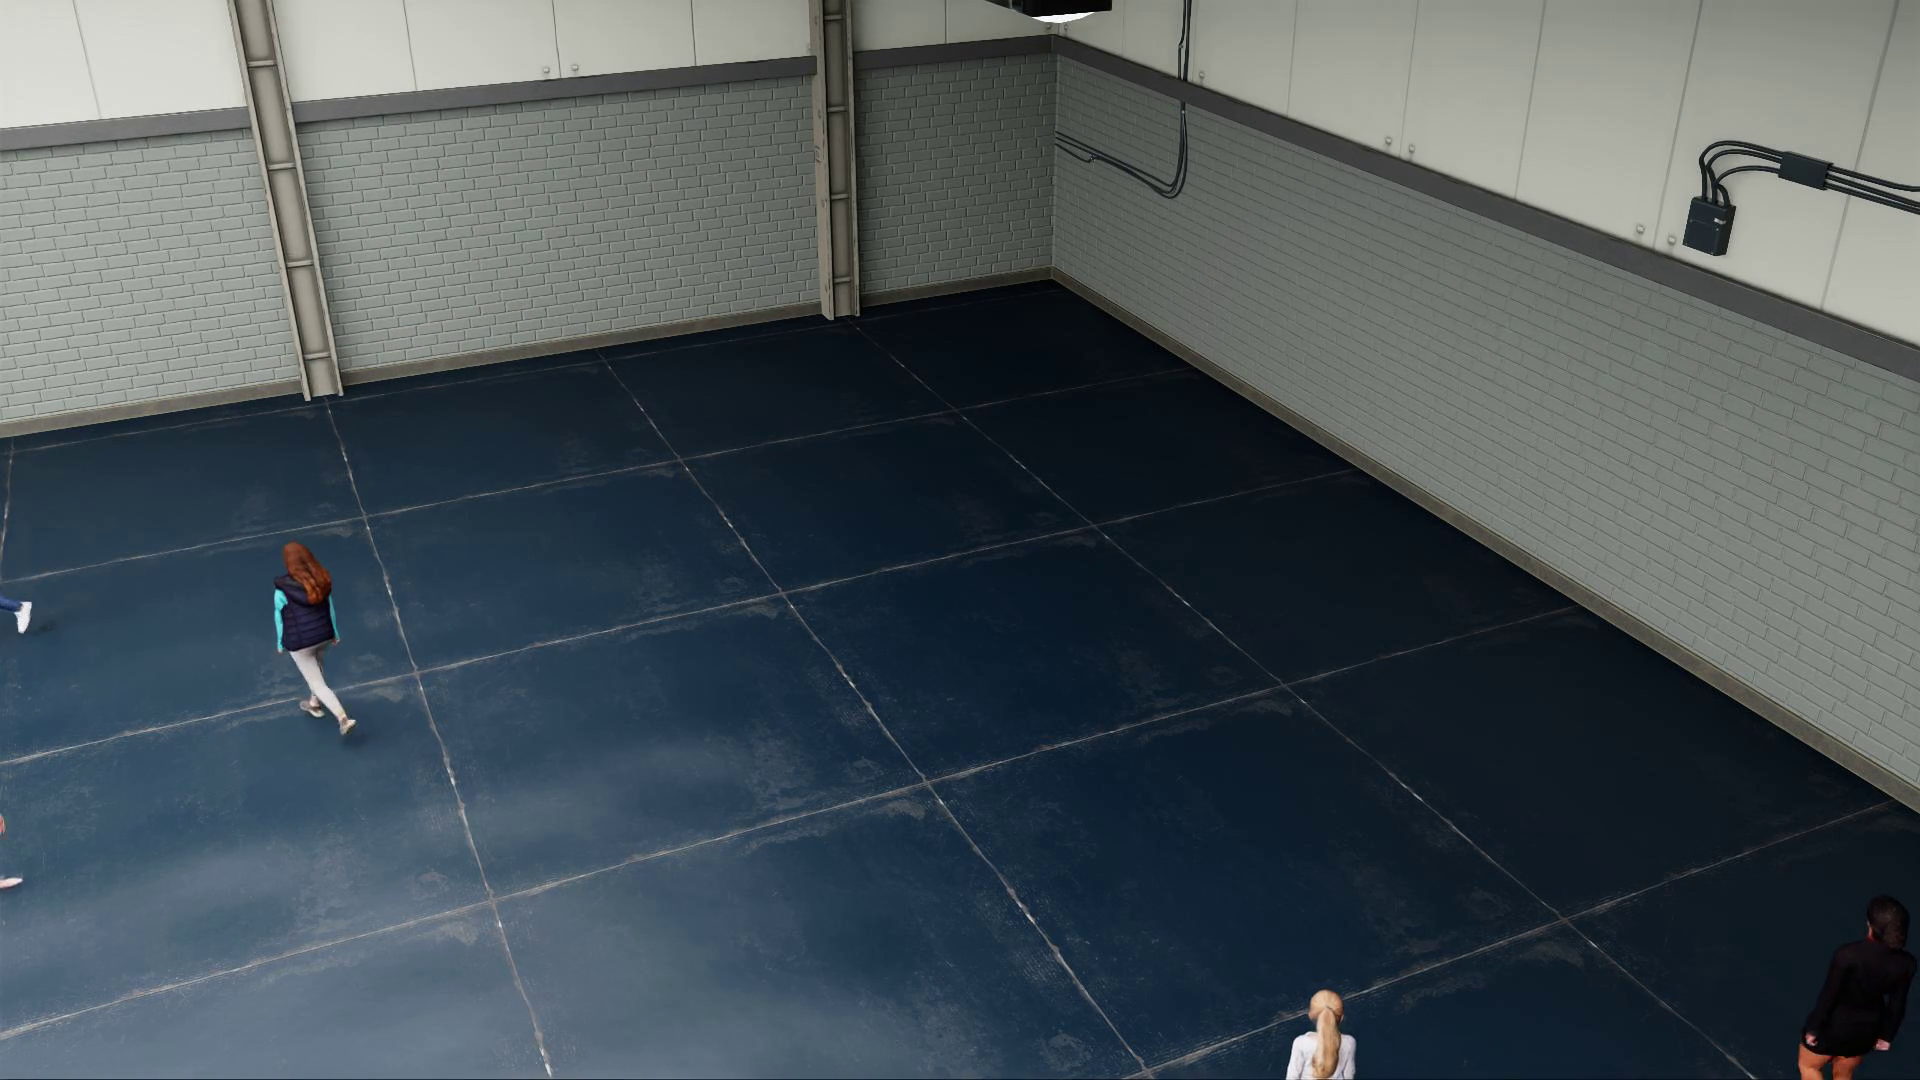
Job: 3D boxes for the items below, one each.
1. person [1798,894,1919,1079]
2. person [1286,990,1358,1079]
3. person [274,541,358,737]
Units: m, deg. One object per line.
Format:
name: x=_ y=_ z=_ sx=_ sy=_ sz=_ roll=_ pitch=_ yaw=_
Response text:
person: x=4.434 y=2.497 z=8.275 sx=0.816 sy=1.625 sz=0.835 roll=2 pitch=27 yaw=5
person: x=1.763 y=2.743 z=8.175 sx=0.535 sy=1.279 sz=0.625 roll=0 pitch=27 yaw=0
person: x=-4.613 y=0.729 z=11.871 sx=0.911 sy=1.476 sz=0.982 roll=18 pitch=32 yaw=31
